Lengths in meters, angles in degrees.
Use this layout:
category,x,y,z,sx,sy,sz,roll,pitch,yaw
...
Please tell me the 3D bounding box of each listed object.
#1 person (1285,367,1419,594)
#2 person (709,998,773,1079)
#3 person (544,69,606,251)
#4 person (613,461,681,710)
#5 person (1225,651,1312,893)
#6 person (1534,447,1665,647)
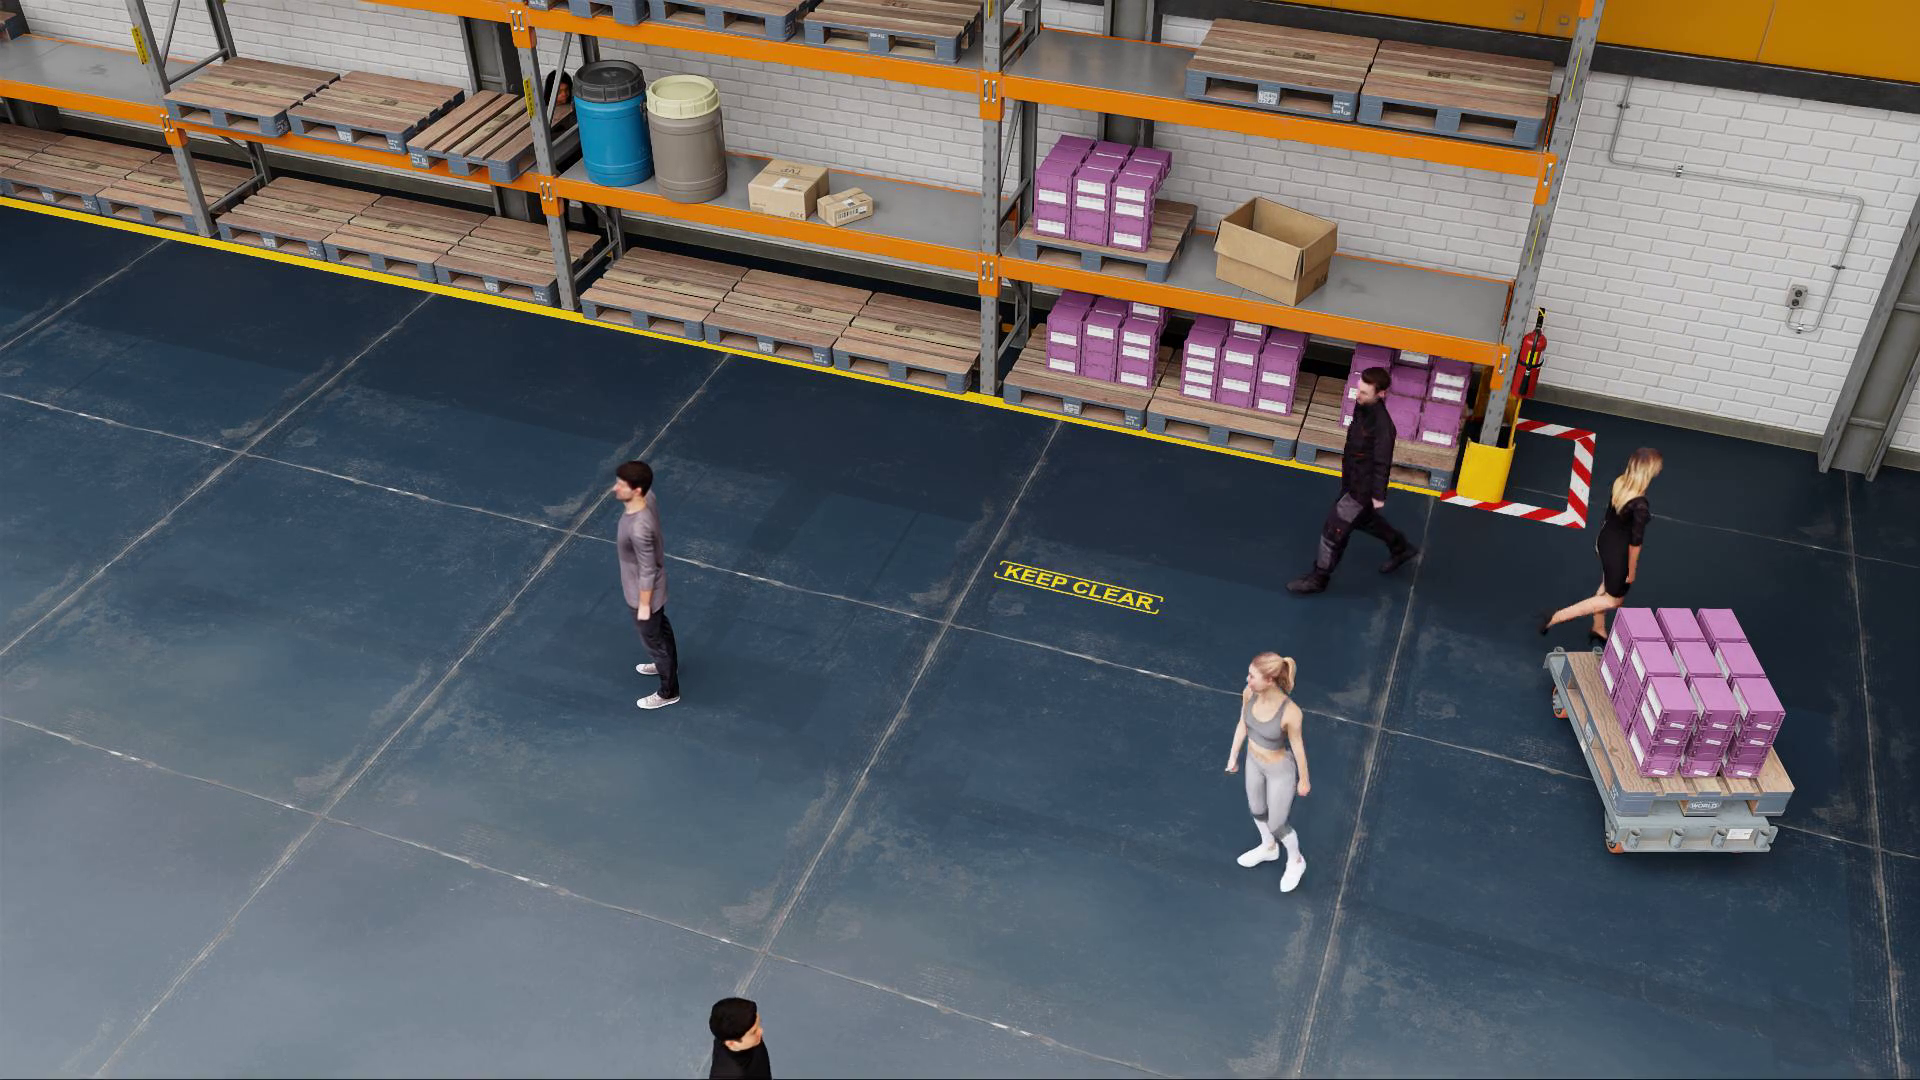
category,x,y,z,sx,sy,sz,roll,pitch,yaw
person,2.812,-0.389,11.365,1.289,1.877,0.996,-1,39,-2
person,-1.063,2.691,7.662,1.162,1.685,0.847,2,39,3
person,-3.585,-3.461,15.262,0.769,1.814,0.832,-16,41,-19
person,-1.989,0.266,10.562,0.717,1.856,0.749,-4,39,-6
person,1.815,1.293,9.426,0.747,1.669,0.849,27,46,29
person,4.226,0.110,10.916,0.929,1.657,0.722,0,39,0
